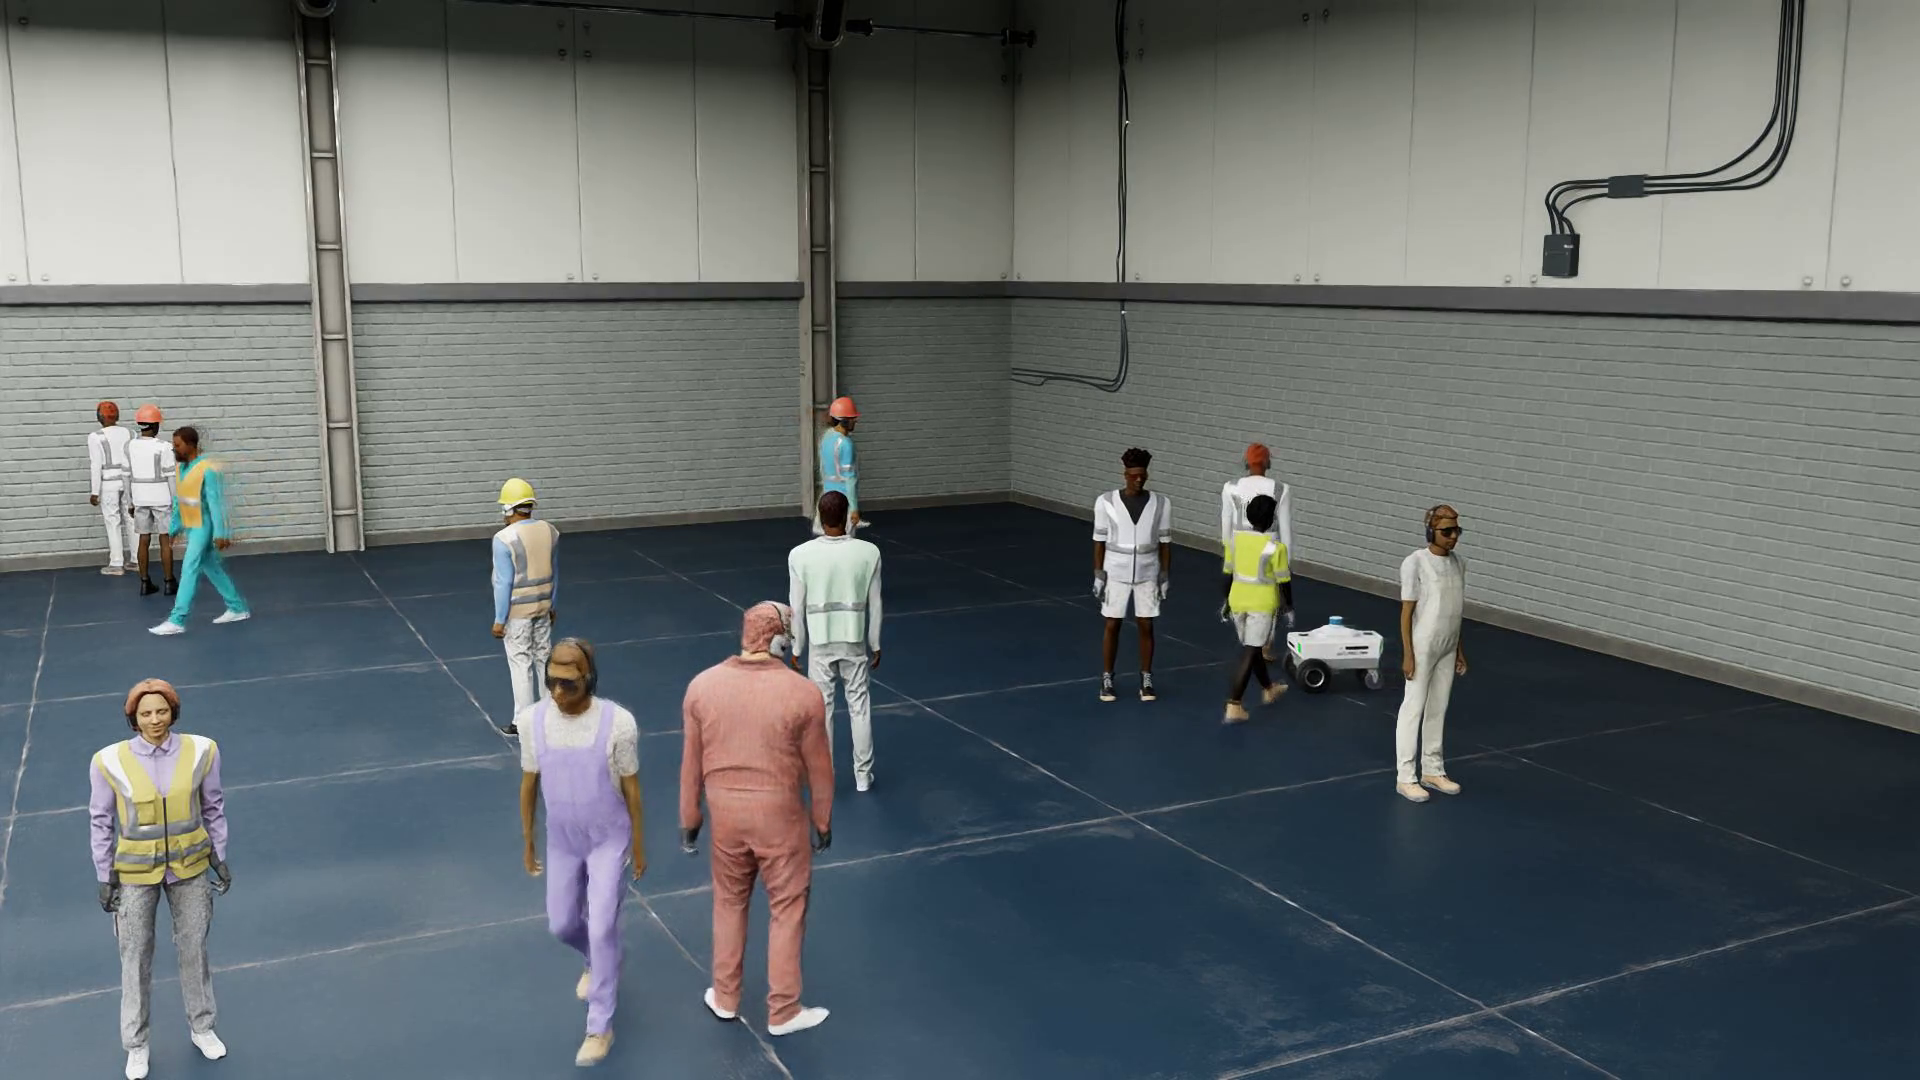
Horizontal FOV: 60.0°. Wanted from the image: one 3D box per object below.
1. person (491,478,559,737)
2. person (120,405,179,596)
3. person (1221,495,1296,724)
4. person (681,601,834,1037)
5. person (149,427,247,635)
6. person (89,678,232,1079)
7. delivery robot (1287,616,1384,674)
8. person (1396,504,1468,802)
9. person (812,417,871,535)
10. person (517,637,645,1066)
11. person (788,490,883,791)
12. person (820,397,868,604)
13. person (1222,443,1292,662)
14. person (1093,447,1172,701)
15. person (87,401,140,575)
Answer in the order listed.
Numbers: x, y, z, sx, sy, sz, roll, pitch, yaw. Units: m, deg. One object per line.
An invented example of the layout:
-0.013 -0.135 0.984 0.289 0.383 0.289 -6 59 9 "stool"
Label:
-3.078 0.478 11.725 0.404 1.830 0.601 5 10 28 "person"
-8.139 -0.399 16.803 0.553 1.935 0.362 0 9 3 "person"
2.203 0.488 12.211 0.900 1.638 0.549 -8 12 -41 "person"
-0.866 1.191 7.208 0.671 1.880 0.391 3 10 16 "person"
-7.011 -0.102 15.233 0.606 1.867 0.945 8 12 42 "person"
-3.271 1.367 6.831 0.514 1.642 0.310 -7 11 -35 "person"
2.957 0.844 13.093 0.707 0.478 0.477 0 9 -4 "delivery robot"
2.951 0.693 10.357 0.504 1.847 0.344 -5 11 -30 "person"
-1.513 -0.866 20.762 0.875 1.584 0.523 -5 10 -28 "person"
-1.568 1.248 7.072 0.522 1.817 0.684 1 9 6 "person"
-0.775 0.648 10.433 0.590 1.913 0.398 -2 9 -10 "person"
-1.142 -0.376 16.332 0.378 2.045 0.605 -5 11 -29 "person"
2.454 0.121 13.824 0.569 1.868 0.419 1 9 8 "person"
1.317 0.261 12.687 0.607 1.958 0.377 0 9 -1 "person"
-9.134 -0.564 17.987 0.342 1.882 0.579 4 10 26 "person"
